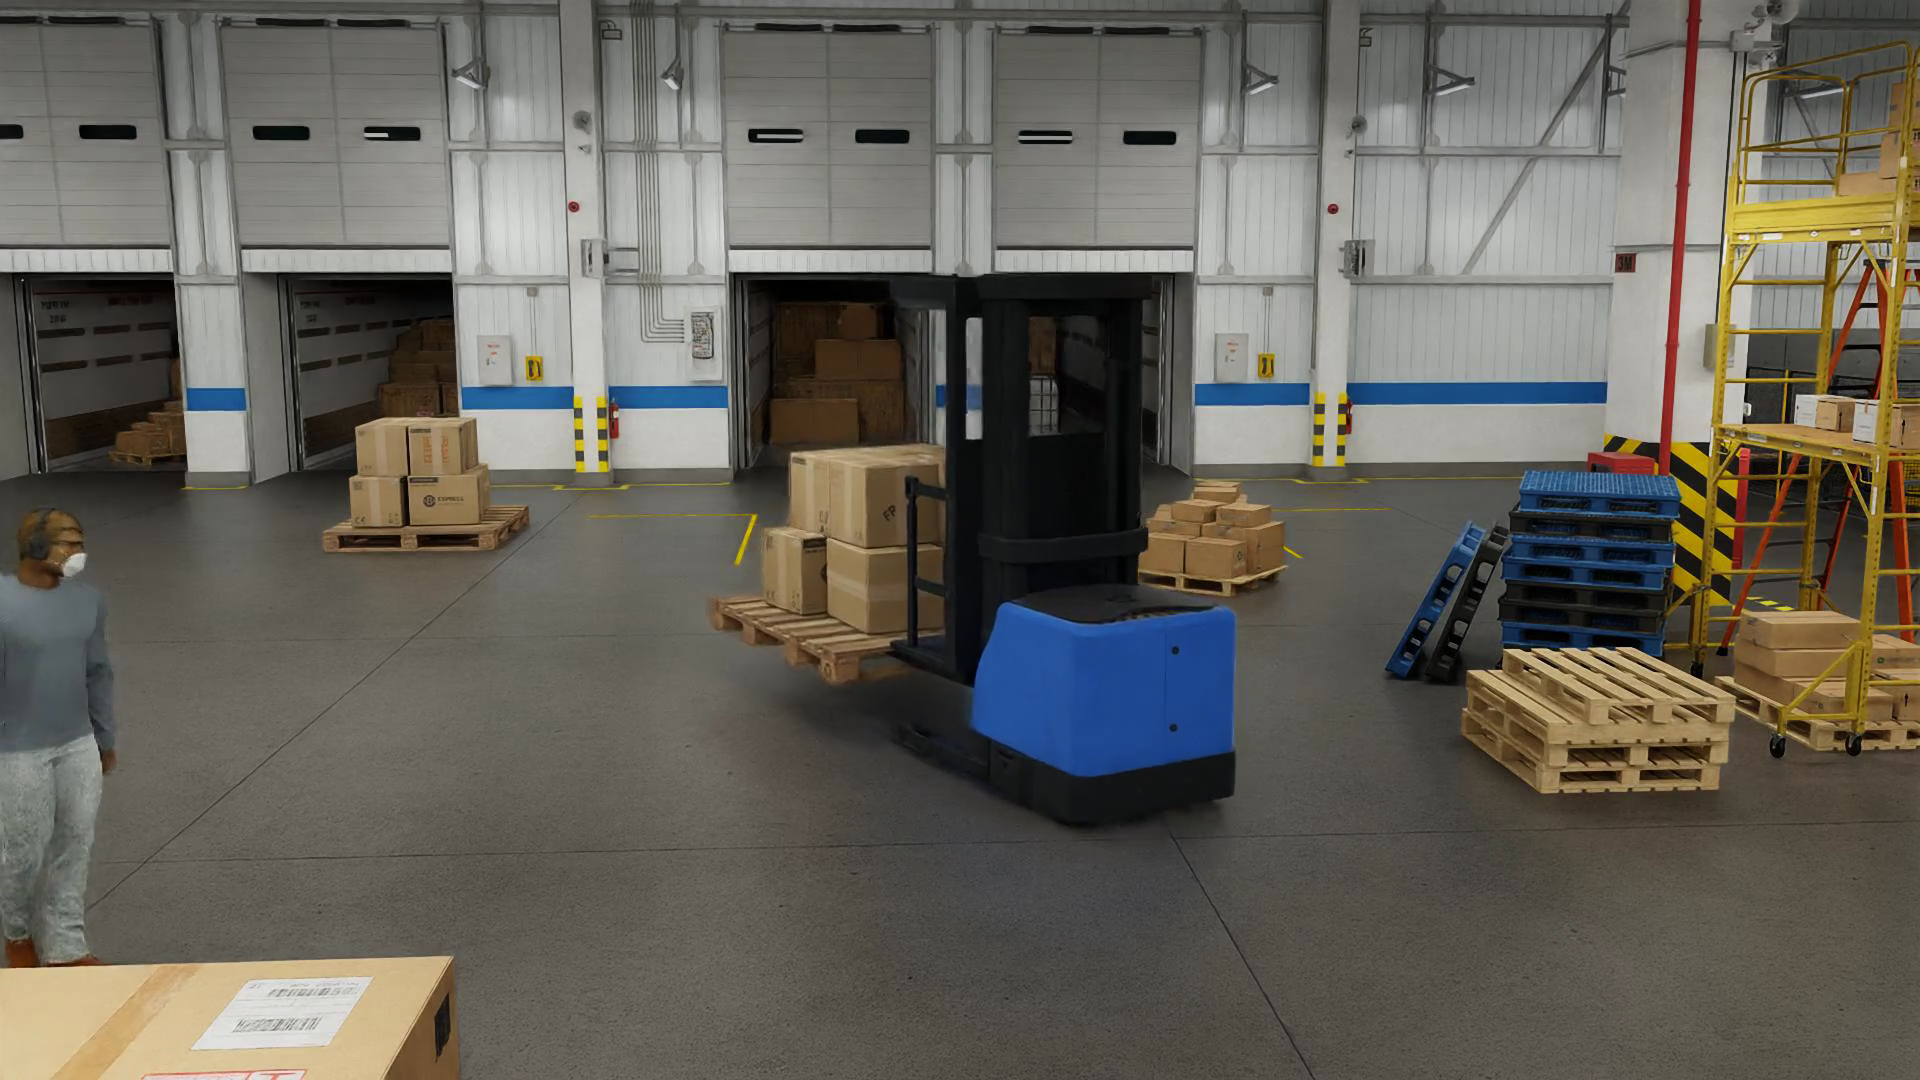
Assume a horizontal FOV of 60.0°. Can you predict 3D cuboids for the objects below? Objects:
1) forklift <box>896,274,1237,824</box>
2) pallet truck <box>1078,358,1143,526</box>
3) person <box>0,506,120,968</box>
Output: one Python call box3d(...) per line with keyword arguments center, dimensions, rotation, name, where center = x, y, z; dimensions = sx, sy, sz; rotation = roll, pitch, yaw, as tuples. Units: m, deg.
box3d(center=(0.577, -0.062, 9.138), dimensions=(1.129, 2.768, 1.873), rotation=(-5, 10, -30), name="forklift")
box3d(center=(2.088, -0.836, 16.757), dimensions=(1.885, 1.965, 0.823), rotation=(2, 9, 13), name="pallet truck")
box3d(center=(-3.648, 0.829, 6.579), dimensions=(0.603, 1.911, 0.723), rotation=(4, 10, 21), name="person")
